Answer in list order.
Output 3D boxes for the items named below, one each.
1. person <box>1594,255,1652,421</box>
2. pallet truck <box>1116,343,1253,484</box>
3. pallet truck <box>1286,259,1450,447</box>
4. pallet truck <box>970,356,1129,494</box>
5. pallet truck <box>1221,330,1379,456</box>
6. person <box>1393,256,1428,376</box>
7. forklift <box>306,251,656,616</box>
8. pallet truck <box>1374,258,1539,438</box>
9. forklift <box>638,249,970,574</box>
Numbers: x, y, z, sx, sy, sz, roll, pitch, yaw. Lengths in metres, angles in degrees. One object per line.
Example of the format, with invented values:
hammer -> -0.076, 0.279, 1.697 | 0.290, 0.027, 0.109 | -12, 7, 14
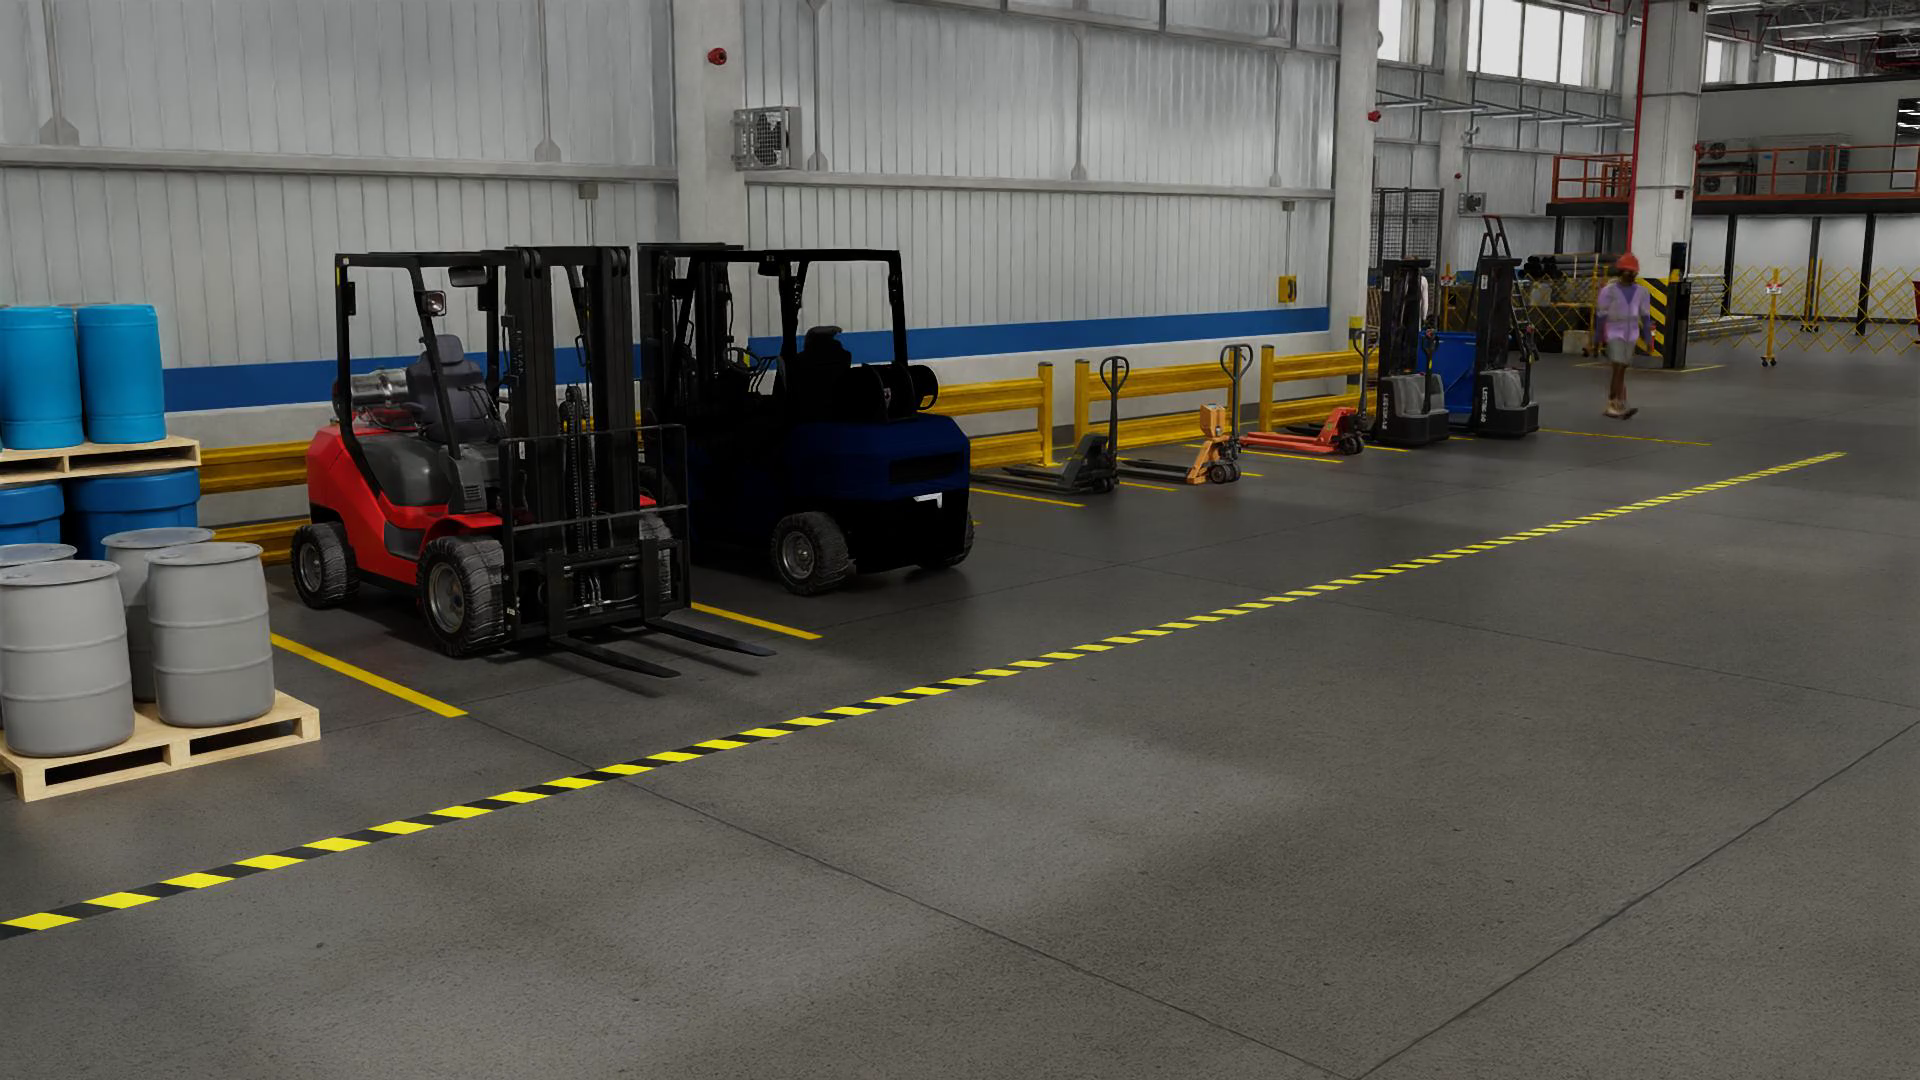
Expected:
person -> 8.100, -2.443, 20.190 | 0.634, 1.991, 1.012 | -1, 10, -4
pallet truck -> 1.962, -1.215, 15.415 | 1.522, 1.261, 0.704 | 10, 14, 43
pallet truck -> 4.493, -2.078, 18.196 | 0.823, 1.965, 1.885 | -9, 14, -40
pallet truck -> 0.784, -1.085, 14.876 | 0.680, 1.201, 1.601 | -10, 14, -44
pallet truck -> 3.563, -1.581, 17.381 | 0.653, 1.274, 1.630 | -10, 14, -44
person -> 7.147, -3.573, 26.595 | 0.643, 1.908, 0.408 | 3, 11, 17
forklift -> -2.833, -0.669, 9.694 | 1.157, 1.987, 2.680 | -10, 14, -44
pallet truck -> 5.704, -2.208, 18.901 | 1.885, 1.965, 0.823 | 10, 14, 43
forklift -> -1.173, -0.958, 11.239 | 2.680, 1.987, 1.157 | 10, 14, 43
